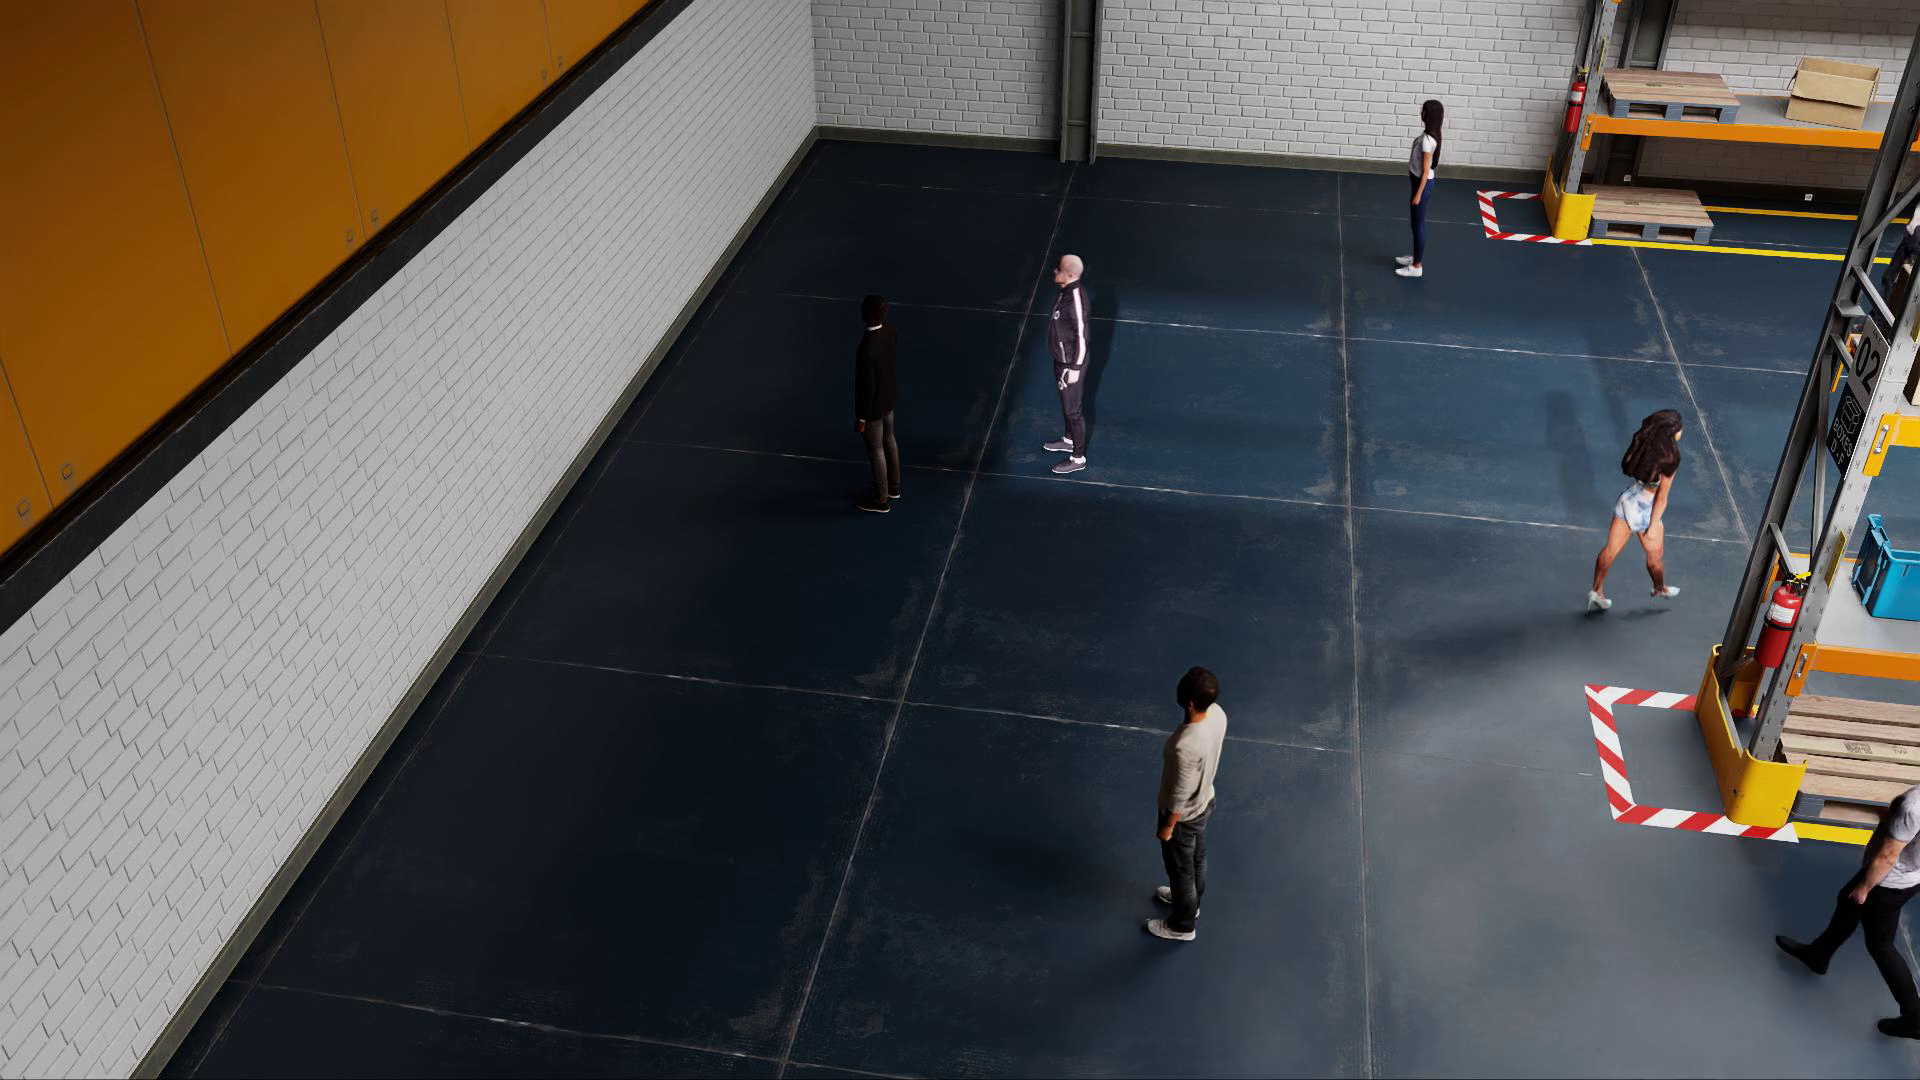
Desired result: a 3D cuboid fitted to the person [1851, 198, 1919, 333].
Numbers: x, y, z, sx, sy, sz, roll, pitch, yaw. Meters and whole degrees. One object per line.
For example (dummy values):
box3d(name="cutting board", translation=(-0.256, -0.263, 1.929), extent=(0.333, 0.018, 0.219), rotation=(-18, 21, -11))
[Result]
box3d(name="person", translation=(8.800, -2.648, 15.048), extent=(1.158, 1.865, 0.711), rotation=(7, 34, 10))

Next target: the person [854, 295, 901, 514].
box3d(name="person", translation=(-0.627, -1.048, 12.700), extent=(0.649, 1.799, 0.712), rotation=(14, 36, 20))

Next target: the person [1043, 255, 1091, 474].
box3d(name="person", translation=(0.883, -1.414, 13.218), extent=(0.685, 1.834, 0.748), rotation=(-4, 34, -6))

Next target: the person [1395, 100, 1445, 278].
box3d(name="person", translation=(4.549, -3.459, 16.349), extent=(0.555, 1.774, 0.617), rotation=(10, 35, 15))

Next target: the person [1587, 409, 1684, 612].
box3d(name="person", translation=(4.642, -0.162, 11.550), extent=(1.008, 1.596, 0.818), rotation=(-8, 34, -12))

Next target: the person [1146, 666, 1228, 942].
box3d(name="person", translation=(1.241, 1.420, 8.972), extent=(0.669, 1.816, 0.718), rotation=(17, 37, 23))

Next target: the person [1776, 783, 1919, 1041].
box3d(name="person", translation=(4.820, 1.761, 8.438), extent=(1.161, 1.839, 1.216), rotation=(-21, 39, -28))
